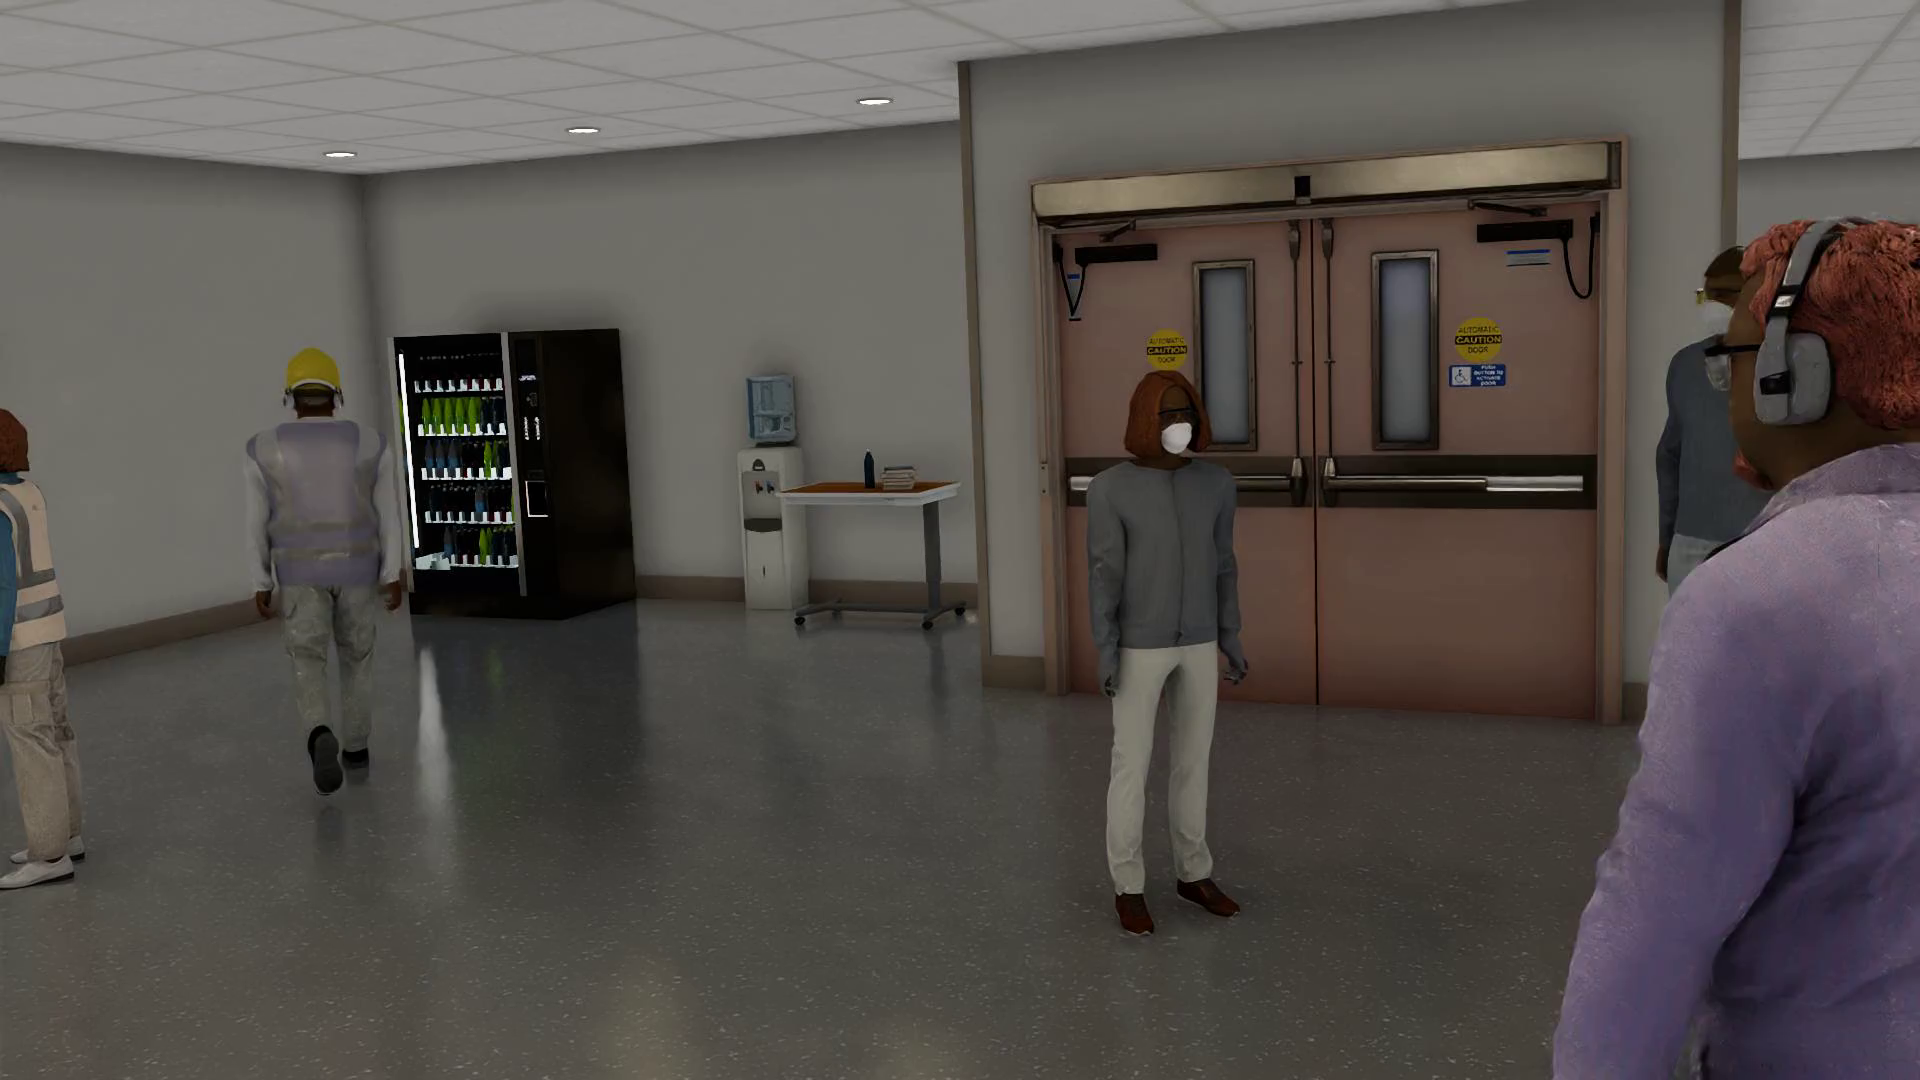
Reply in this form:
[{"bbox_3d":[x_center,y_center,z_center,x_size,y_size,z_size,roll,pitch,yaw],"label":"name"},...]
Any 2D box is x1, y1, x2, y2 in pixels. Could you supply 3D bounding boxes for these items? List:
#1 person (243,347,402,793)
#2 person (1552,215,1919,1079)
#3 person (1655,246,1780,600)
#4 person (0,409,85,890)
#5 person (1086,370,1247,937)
[{"bbox_3d":[-2.585,0.117,6.797,0.600,1.806,0.791,-6,8,-24],"label":"person"},{"bbox_3d":[0.916,0.582,1.894,0.676,1.852,0.976,-7,9,-32],"label":"person"},{"bbox_3d":[2.557,0.012,5.490,0.373,1.940,0.628,-6,8,-26],"label":"person"},{"bbox_3d":[-3.234,0.364,5.707,0.311,1.642,0.513,-4,8,-15],"label":"person"},{"bbox_3d":[0.612,0.321,4.875,0.497,1.633,0.283,-6,8,-23],"label":"person"}]
